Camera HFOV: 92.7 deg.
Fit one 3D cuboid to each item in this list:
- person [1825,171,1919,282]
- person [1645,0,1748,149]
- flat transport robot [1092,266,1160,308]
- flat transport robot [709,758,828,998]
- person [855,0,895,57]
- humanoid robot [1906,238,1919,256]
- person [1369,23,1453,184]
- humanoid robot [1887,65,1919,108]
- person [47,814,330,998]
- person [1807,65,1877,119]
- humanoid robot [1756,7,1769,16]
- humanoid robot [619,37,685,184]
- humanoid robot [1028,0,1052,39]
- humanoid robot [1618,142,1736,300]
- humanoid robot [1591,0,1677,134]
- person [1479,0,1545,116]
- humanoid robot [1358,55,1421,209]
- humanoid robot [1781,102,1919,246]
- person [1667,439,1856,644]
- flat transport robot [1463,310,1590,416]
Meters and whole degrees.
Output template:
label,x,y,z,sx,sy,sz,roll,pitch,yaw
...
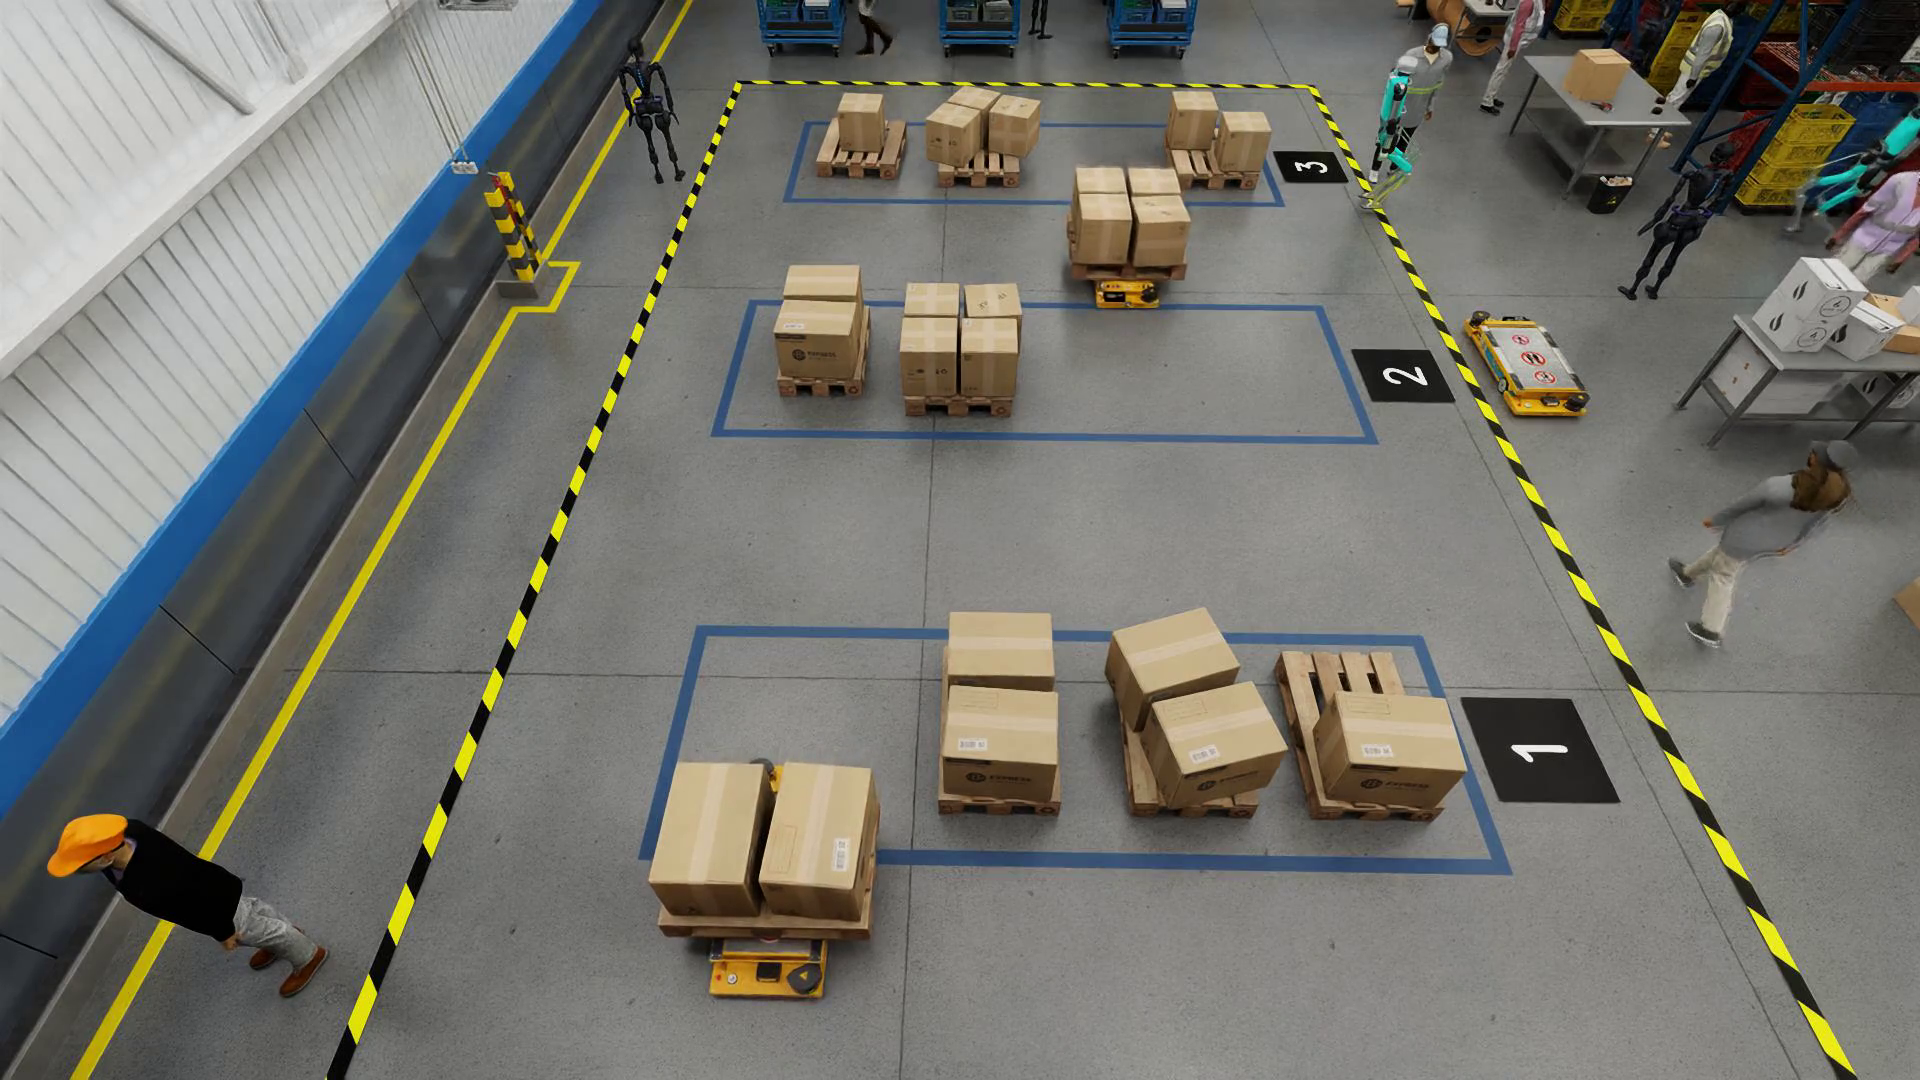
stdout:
label,x,y,z,sx,sy,sz,roll,pitch,yaw
person,8.855,-2.865,8.872,0.658,2.003,0.434,22,53,18
person,9.392,-5.988,11.675,0.429,1.846,0.625,27,54,22
flat transport robot,1.802,-3.068,10.170,0.652,0.197,1.431,1,49,1
flat transport robot,-1.115,2.061,5.731,0.652,0.197,1.431,1,49,1
person,-1.317,-8.134,13.481,0.555,1.927,0.630,-2,49,-2
humanoid robot,11.081,-3.892,9.960,0.315,1.657,0.599,13,50,11
person,5.417,-5.210,10.997,0.587,1.851,0.387,0,49,0
humanoid robot,11.950,-5.507,11.384,0.843,1.850,0.567,9,50,7
person,-3.980,1.912,4.811,0.587,1.884,0.361,26,54,21
person,11.244,-5.851,11.529,0.356,1.884,0.574,4,49,4
humanoid robot,13.272,-9.294,14.645,0.591,1.654,0.327,-9,50,-8
humanoid robot,-3.737,-5.169,11.067,0.599,1.655,0.315,-7,50,-6
humanoid robot,1.281,-8.664,14.091,0.315,1.657,0.599,-23,53,-19
humanoid robot,7.385,-3.253,9.407,0.599,1.657,0.315,2,49,2
humanoid robot,8.798,-6.155,11.930,0.588,1.656,0.329,-25,54,-20
person,7.511,-6.712,12.314,0.403,1.824,0.585,27,54,22
humanoid robot,5.049,-4.604,10.458,0.735,1.677,0.533,9,50,8
humanoid robot,9.781,-4.019,10.048,0.922,1.770,0.575,13,50,11
person,5.748,-0.038,6.597,0.569,1.729,0.877,-2,49,-1
flat transport robot,5.573,-1.757,9.054,0.659,0.231,1.431,1,49,1
